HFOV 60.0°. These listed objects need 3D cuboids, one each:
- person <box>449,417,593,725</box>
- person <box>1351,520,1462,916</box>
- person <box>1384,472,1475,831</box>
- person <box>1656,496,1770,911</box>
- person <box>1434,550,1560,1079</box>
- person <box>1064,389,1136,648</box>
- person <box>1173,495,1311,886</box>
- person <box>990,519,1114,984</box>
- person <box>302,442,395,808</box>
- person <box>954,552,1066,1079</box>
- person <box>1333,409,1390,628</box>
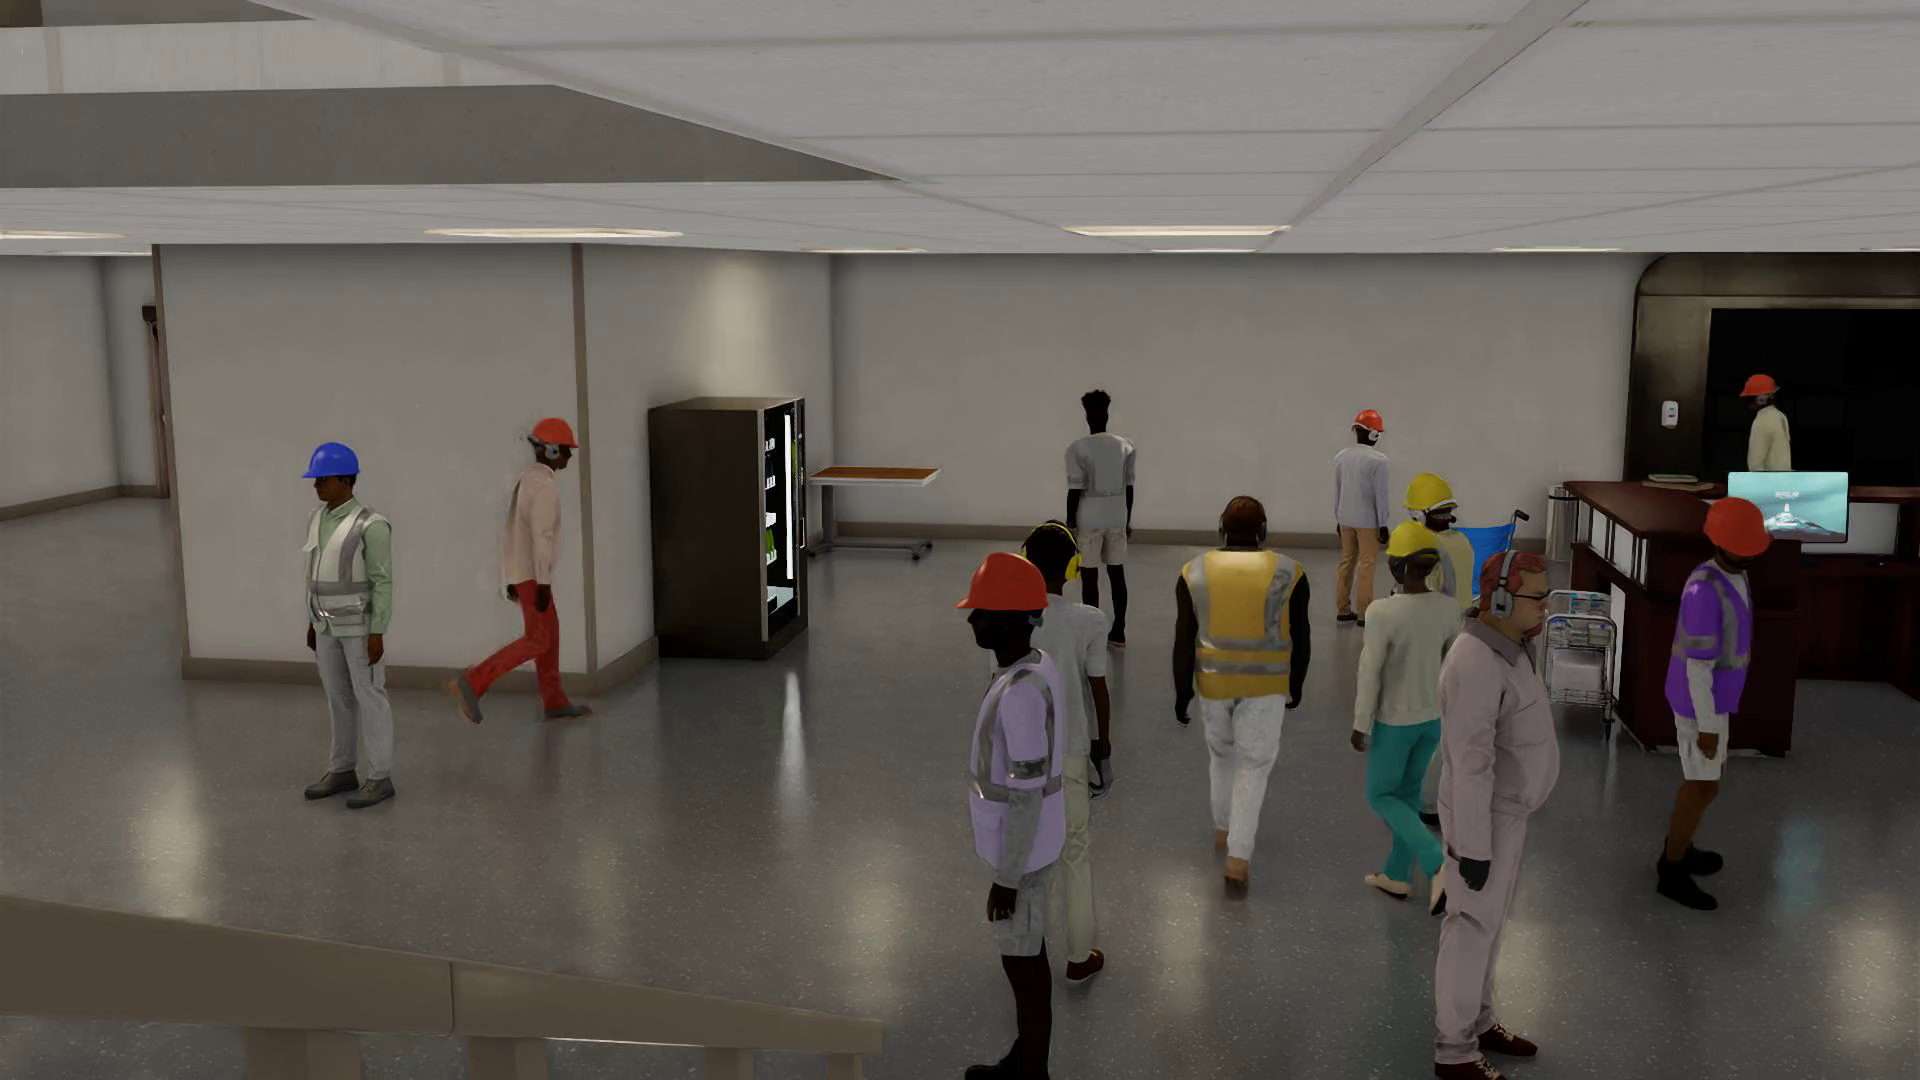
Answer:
[{"bbox_3d":[-2.728,0.216,10.297,0.810,1.952,0.634,-5,10,-27],"label":"person"},{"bbox_3d":[2.030,0.794,7.330,0.541,1.745,0.626,-5,10,-27],"label":"person"},{"bbox_3d":[2.390,0.568,8.495,0.404,1.828,0.592,7,11,35],"label":"person"},{"bbox_3d":[3.366,0.711,7.443,0.458,1.883,0.723,6,11,35],"label":"person"},{"bbox_3d":[1.870,0.971,5.807,0.399,1.901,0.648,4,10,26],"label":"person"},{"bbox_3d":[1.036,-0.142,12.453,0.608,1.963,0.371,-5,10,-27],"label":"person"},{"bbox_3d":[1.324,0.689,7.856,0.625,1.804,0.932,3,10,19],"label":"person"},{"bbox_3d":[0.364,0.847,6.645,0.508,1.872,0.328,2,9,11],"label":"person"},{"bbox_3d":[-3.270,0.447,8.867,0.603,1.949,0.389,6,11,31],"label":"person"},{"bbox_3d":[0.165,0.999,5.496,0.365,1.939,0.542,1,9,5],"label":"person"},{"bbox_3d":[3.234,-0.172,13.319,0.352,1.743,0.564,-5,11,-30],"label":"person"}]
